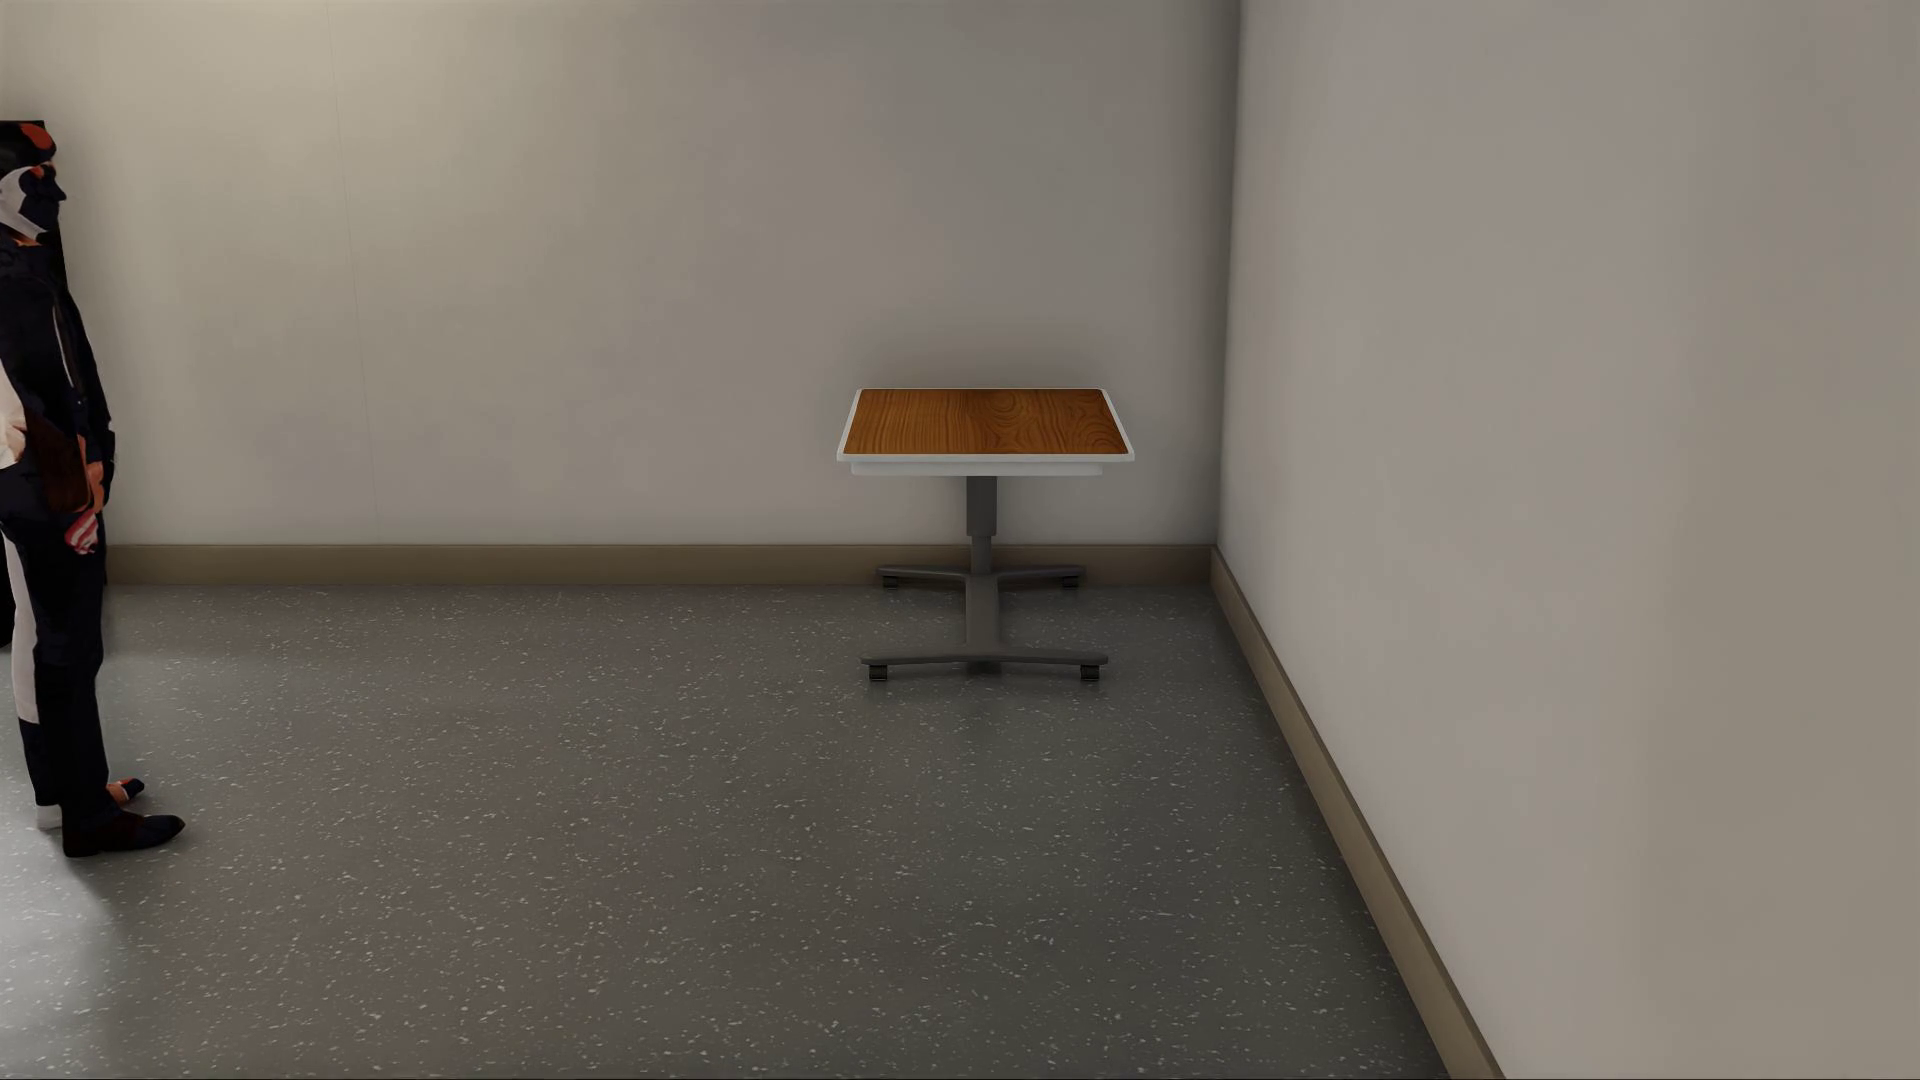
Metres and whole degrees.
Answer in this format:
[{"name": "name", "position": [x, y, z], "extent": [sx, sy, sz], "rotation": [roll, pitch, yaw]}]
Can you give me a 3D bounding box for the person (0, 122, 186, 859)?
[{"name": "person", "position": [-2.390, -0.119, 4.329], "extent": [0.806, 1.892, 0.773], "rotation": [-12, 20, -37]}]
